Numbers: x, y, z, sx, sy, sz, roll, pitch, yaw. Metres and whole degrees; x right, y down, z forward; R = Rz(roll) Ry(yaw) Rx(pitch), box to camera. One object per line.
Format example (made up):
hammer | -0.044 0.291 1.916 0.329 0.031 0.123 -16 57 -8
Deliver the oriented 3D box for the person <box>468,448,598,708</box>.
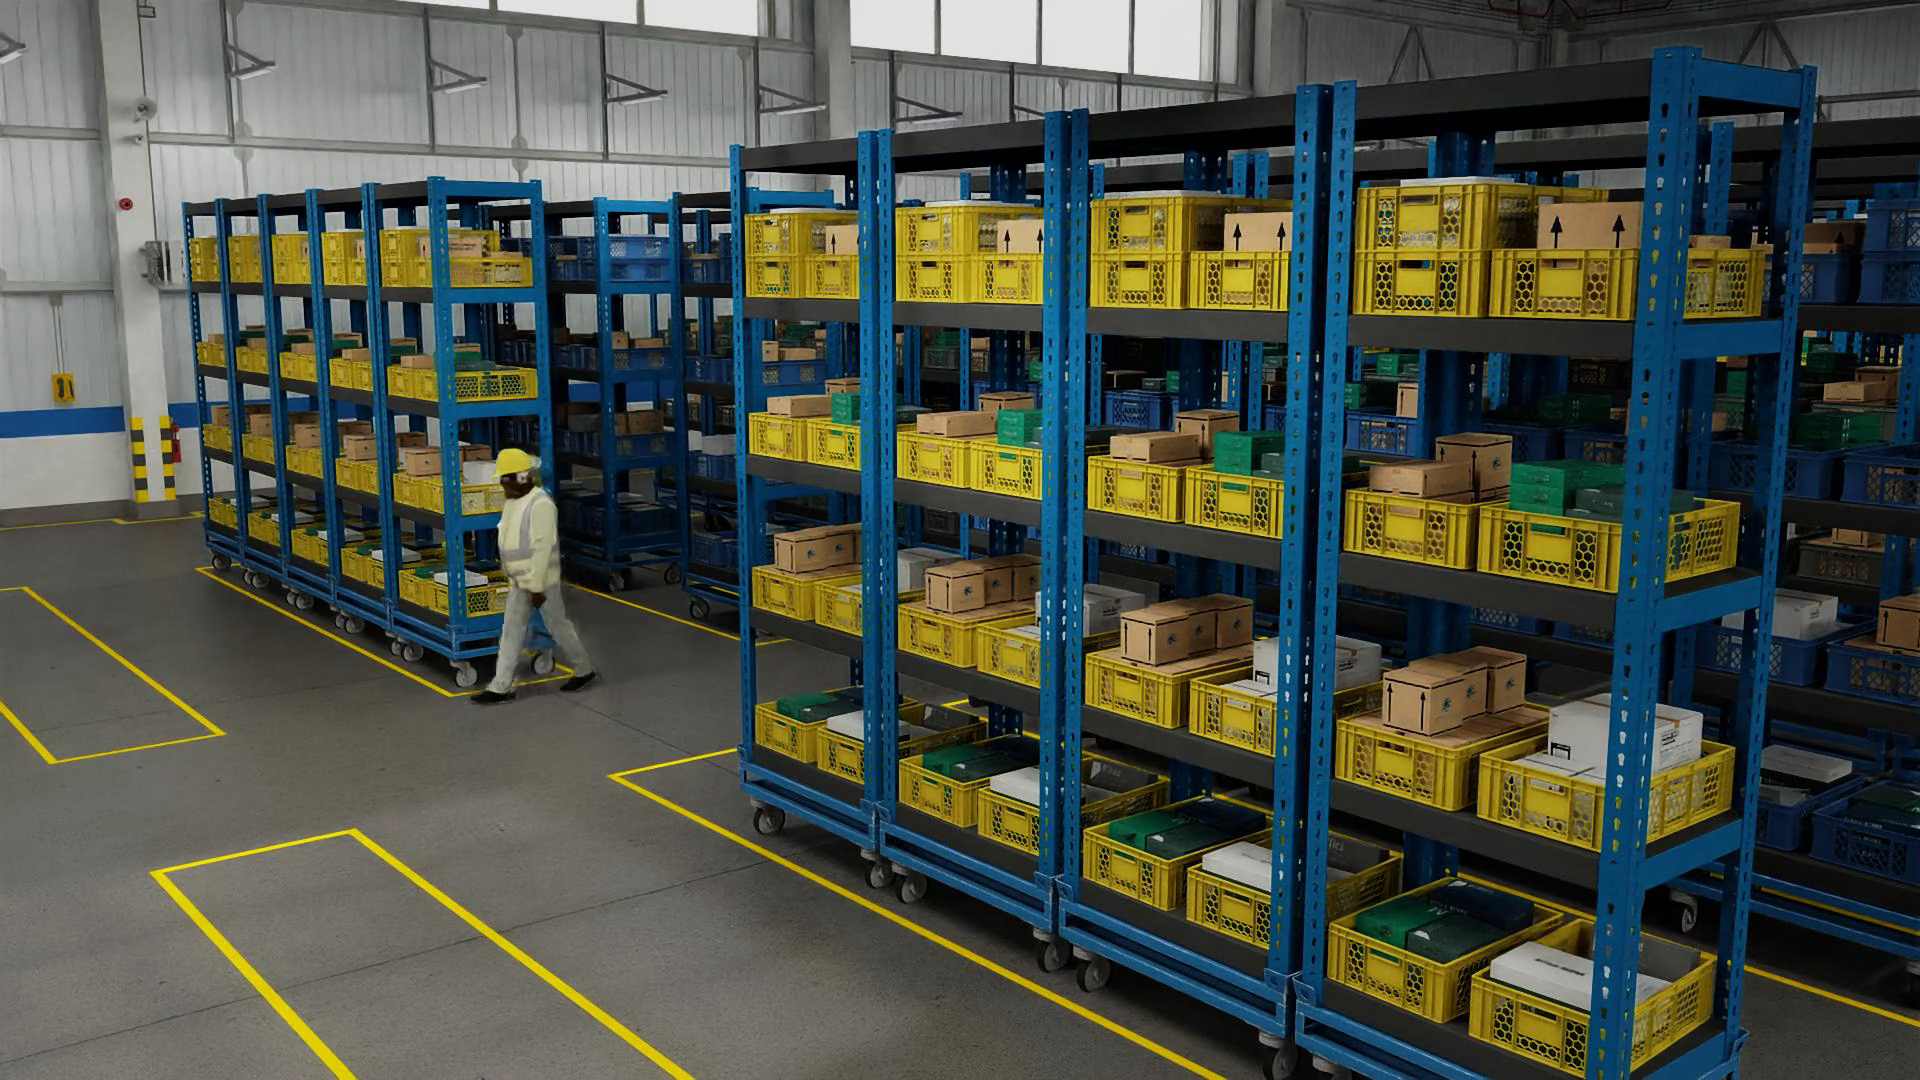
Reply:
person | -2.946 0.243 11.486 0.933 1.775 0.614 -9 13 -43
